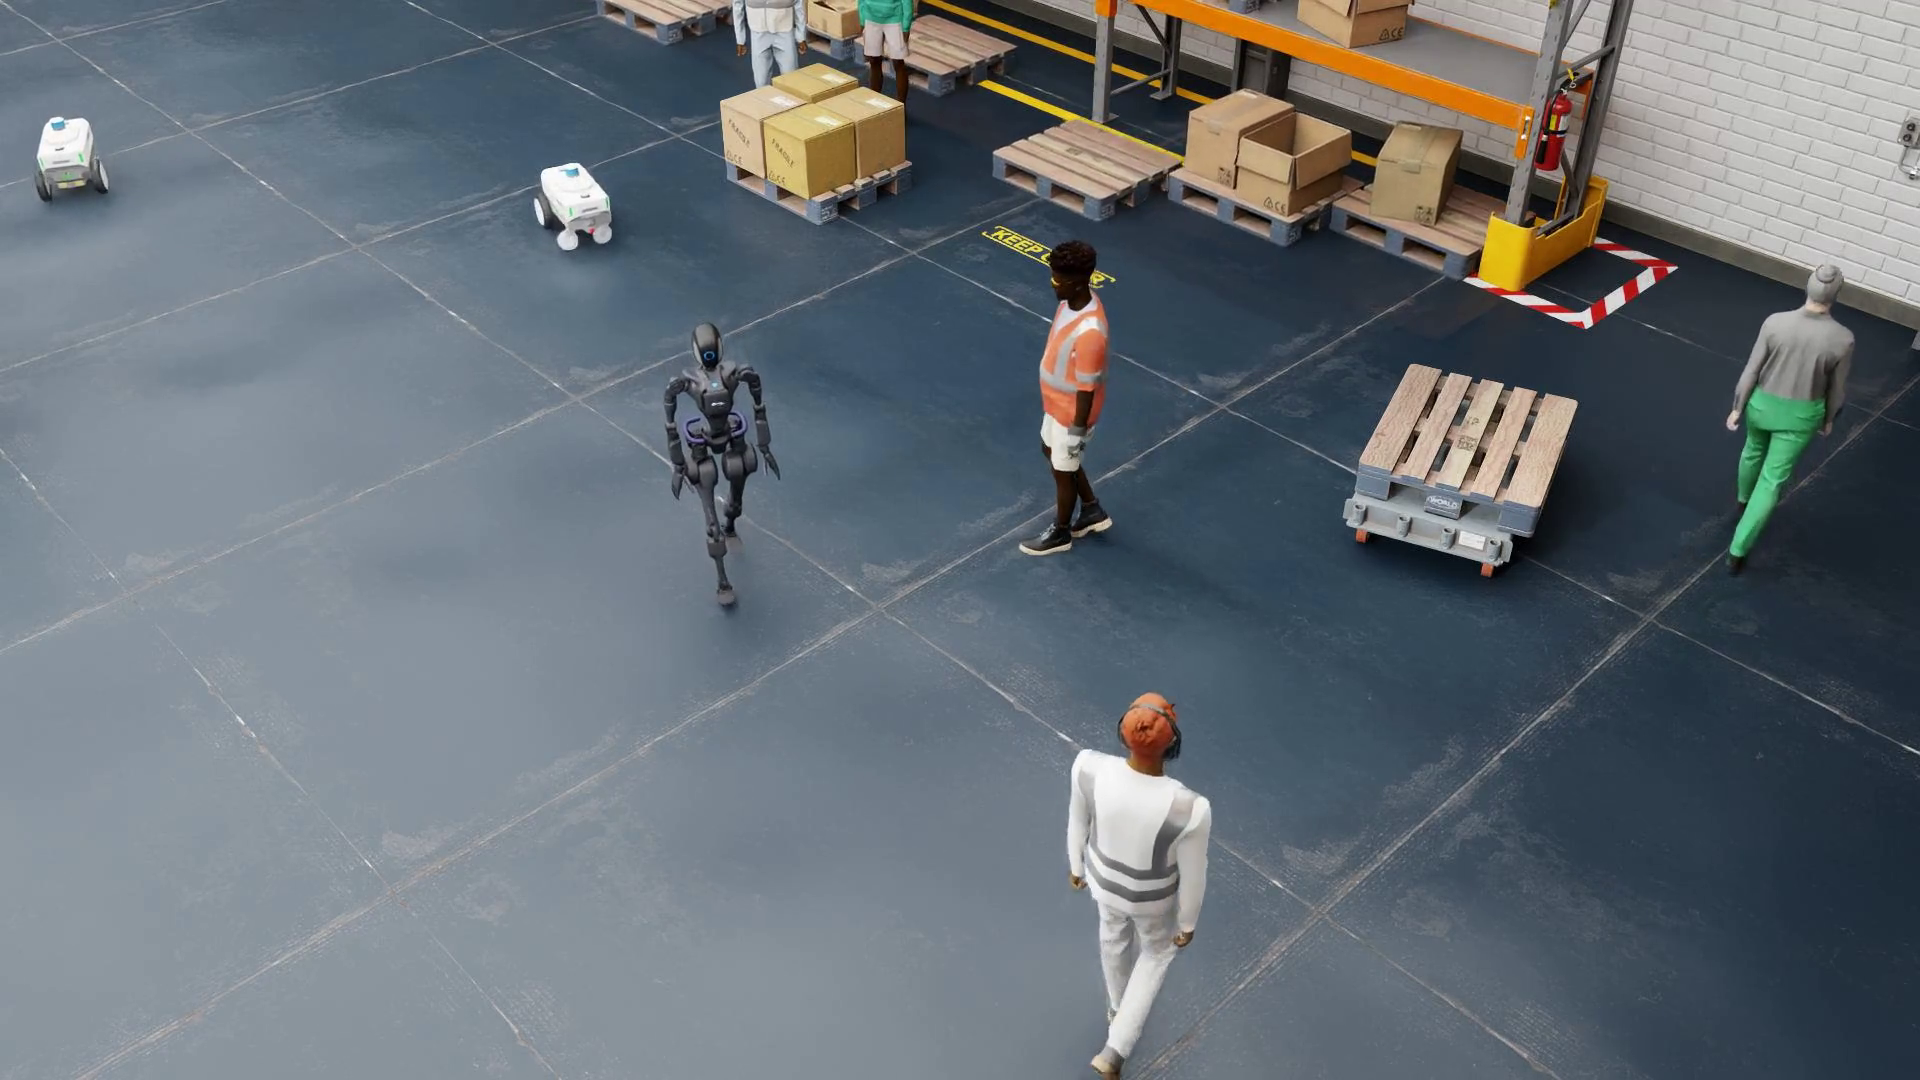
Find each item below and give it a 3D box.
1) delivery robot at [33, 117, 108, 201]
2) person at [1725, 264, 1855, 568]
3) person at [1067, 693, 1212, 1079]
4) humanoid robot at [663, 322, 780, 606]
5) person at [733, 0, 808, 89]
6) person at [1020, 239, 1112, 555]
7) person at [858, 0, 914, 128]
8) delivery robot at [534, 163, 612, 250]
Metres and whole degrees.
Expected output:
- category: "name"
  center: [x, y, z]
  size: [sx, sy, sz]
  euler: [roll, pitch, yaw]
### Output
- category: "delivery robot"
  center: [-7.184, -3.102, 13.391]
  size: [0.499, 0.581, 0.754]
  euler: [-12, 39, -15]
- category: "person"
  center: [4.610, -0.749, 9.270]
  size: [0.535, 1.792, 0.948]
  euler: [23, 43, 28]
- category: "person"
  center: [0.652, 1.360, 6.412]
  size: [0.579, 1.863, 0.648]
  euler: [19, 41, 23]
- category: "humanoid robot"
  center: [-1.292, -0.476, 9.038]
  size: [0.596, 1.626, 0.785]
  euler: [-12, 39, -16]
- category: "person"
  center: [-1.557, -4.187, 13.720]
  size: [0.600, 1.907, 0.398]
  euler: [0, 37, 0]
- category: "person"
  center: [0.617, -0.753, 9.135]
  size: [0.531, 1.955, 0.612]
  euler: [-3, 37, -4]
- category: "person"
  center: [-0.621, -4.398, 14.053]
  size: [0.496, 1.843, 0.404]
  euler: [12, 39, 15]
- category: "delivery robot"
  center: [-2.956, -2.594, 12.744]
  size: [0.517, 0.611, 0.782]
  euler: [-19, 41, -23]
